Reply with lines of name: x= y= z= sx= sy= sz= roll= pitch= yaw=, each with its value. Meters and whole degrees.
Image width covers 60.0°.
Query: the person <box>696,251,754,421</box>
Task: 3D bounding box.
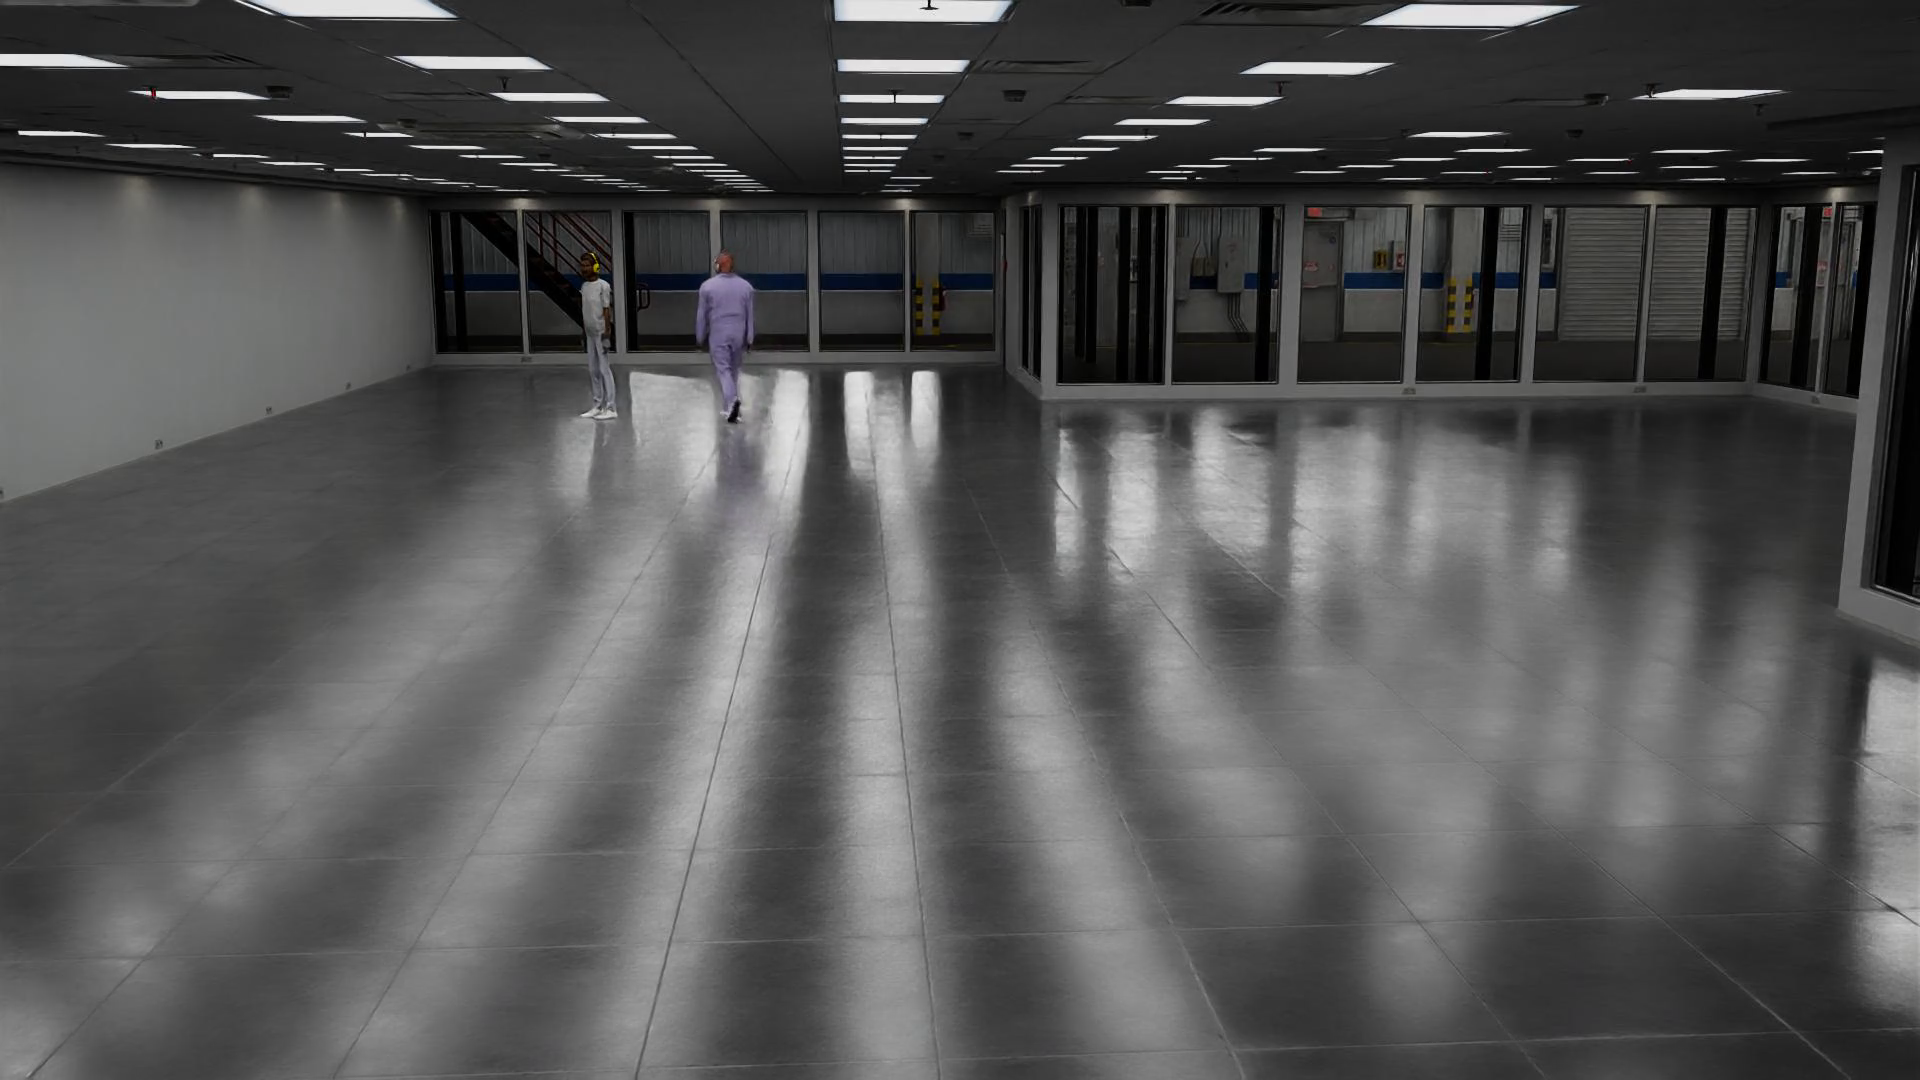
person: x=-2.585 y=-2.265 z=18.503 sx=0.651 sy=1.878 sz=0.886 roll=-6 pitch=12 yaw=-28

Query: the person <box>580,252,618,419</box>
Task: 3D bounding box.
person: x=-4.069 y=-2.276 z=18.610 sx=0.507 sy=1.861 sz=0.328 roll=9 pitch=14 yaw=42
